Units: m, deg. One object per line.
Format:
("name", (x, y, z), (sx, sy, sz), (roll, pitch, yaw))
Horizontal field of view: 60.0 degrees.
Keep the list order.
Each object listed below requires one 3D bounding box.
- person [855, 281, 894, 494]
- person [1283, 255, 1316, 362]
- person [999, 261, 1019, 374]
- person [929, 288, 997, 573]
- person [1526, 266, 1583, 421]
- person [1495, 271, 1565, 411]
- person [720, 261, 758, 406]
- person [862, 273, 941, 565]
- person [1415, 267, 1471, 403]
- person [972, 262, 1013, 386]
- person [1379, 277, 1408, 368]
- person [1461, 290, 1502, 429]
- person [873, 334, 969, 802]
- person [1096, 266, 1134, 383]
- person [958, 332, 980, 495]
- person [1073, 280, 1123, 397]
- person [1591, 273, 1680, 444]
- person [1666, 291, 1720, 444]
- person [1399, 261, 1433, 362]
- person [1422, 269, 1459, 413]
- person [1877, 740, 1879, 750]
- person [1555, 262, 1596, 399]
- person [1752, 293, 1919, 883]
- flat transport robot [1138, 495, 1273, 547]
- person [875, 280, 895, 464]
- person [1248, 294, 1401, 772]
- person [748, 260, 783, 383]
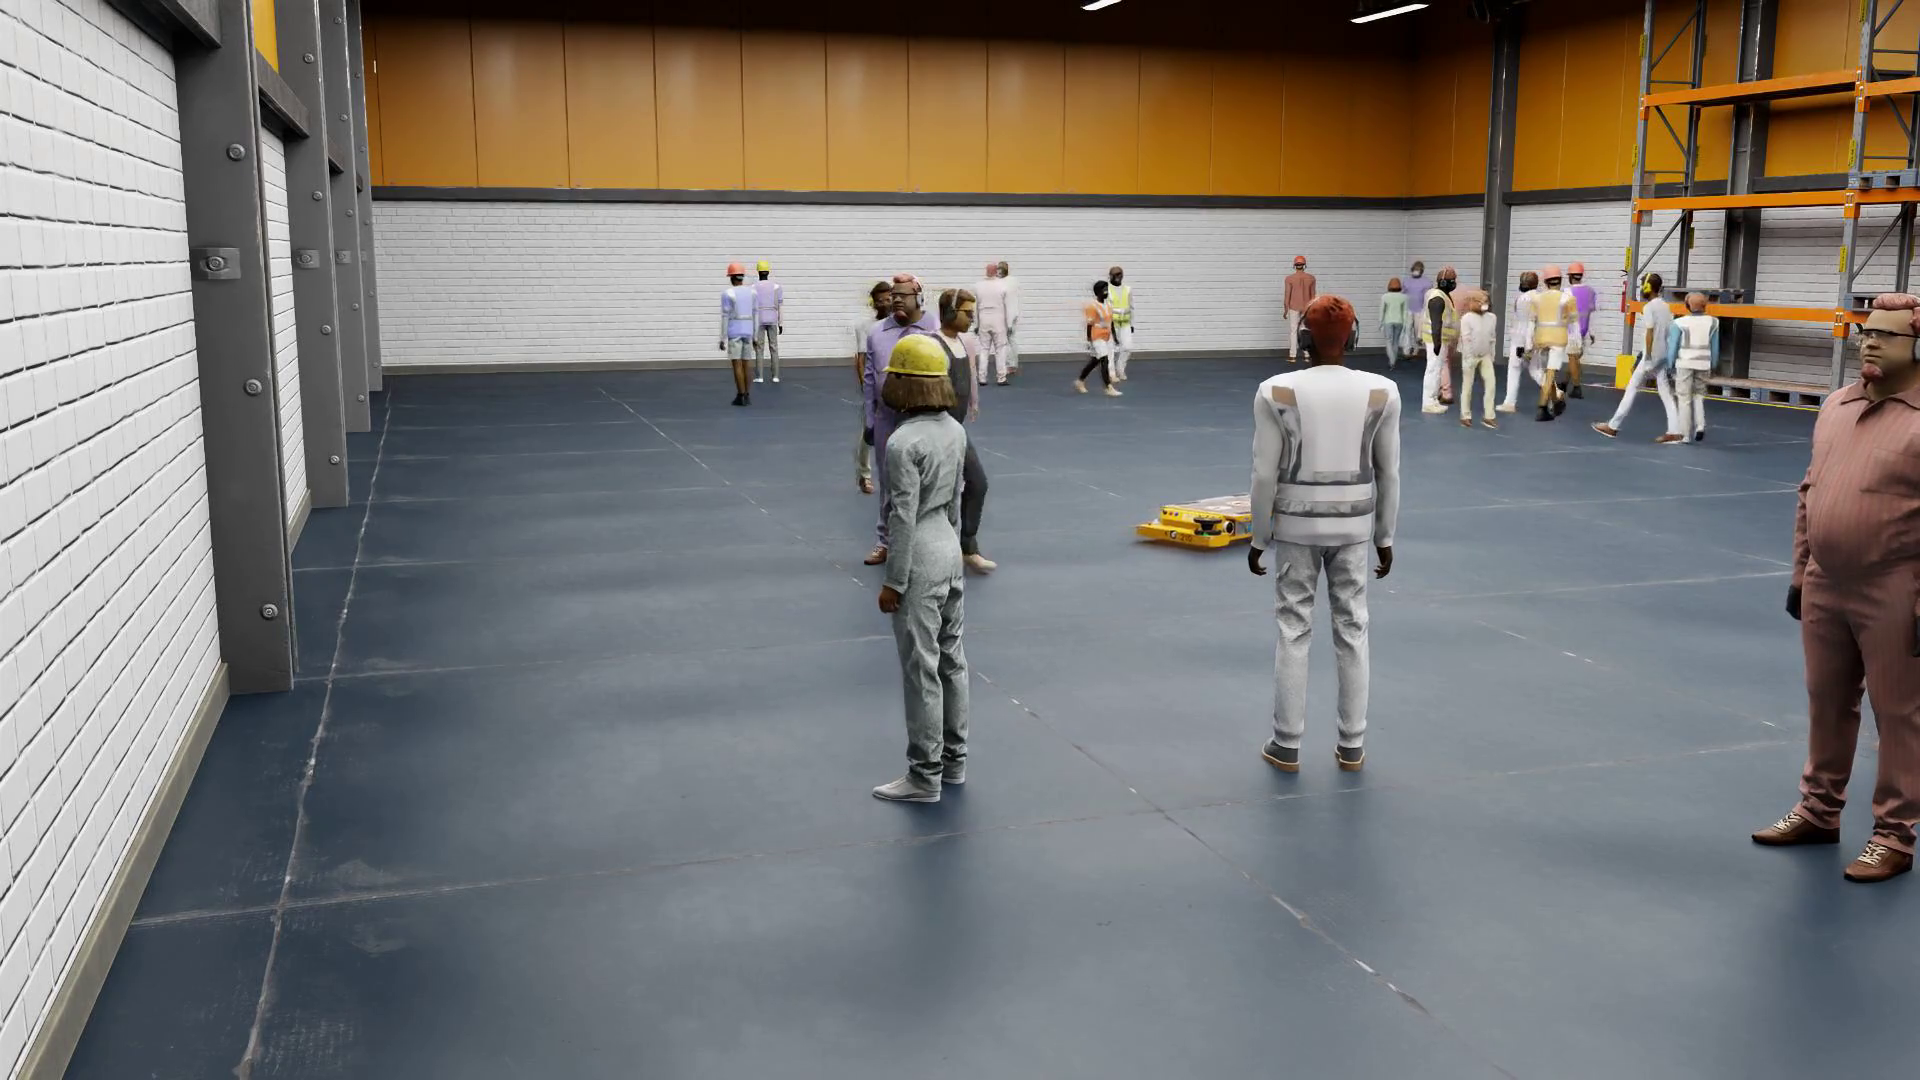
("person", (-0.646, -1.234, 13.809), (0.501, 1.815, 1.025), (-4, 11, -23))
("person", (6.371, -4.338, 31.243), (0.612, 1.990, 0.392), (-1, 10, -6))
("person", (0.804, -3.743, 28.088), (0.391, 1.906, 0.694), (3, 10, 17))
("person", (-0.008, -0.661, 10.445), (0.688, 1.816, 0.550), (4, 11, 23))
("person", (7.333, -2.417, 20.459), (0.590, 1.865, 1.013), (10, 14, 44))
("person", (7.322, -2.526, 21.273), (0.634, 1.820, 0.799), (-9, 13, -42))
("person", (-2.970, -2.763, 22.303), (0.544, 1.937, 0.402), (-8, 13, -39))
("person", (-0.347, -0.768, 10.818), (0.641, 1.910, 0.401), (4, 11, 22))
("person", (6.620, -2.806, 22.771), (0.654, 1.857, 0.998), (-1, 10, -8))
("person", (0.517, -3.317, 25.578), (0.651, 1.906, 0.403), (3, 10, 19))
("person", (7.660, -3.827, 29.381), (0.502, 1.617, 0.585), (1, 10, 5))
("person", (6.054, -2.091, 19.341), (0.512, 1.604, 0.649), (-3, 10, -15))
("person", (-0.154, 0.107, 6.223), (0.295, 1.744, 0.484), (5, 11, 26))
("person", (2.459, -3.388, 26.212), (0.660, 1.830, 0.451), (-4, 11, -22))
("person", (-0.121, -1.148, 13.616), (0.533, 1.688, 0.942), (7, 12, 37))
("person", (1.953, -2.894, 23.845), (0.853, 1.661, 0.541), (6, 12, 33))
("person", (7.417, -1.965, 18.015), (0.514, 1.808, 1.000), (-7, 12, -37))
("person", (7.823, -1.838, 17.795), (0.536, 1.625, 0.370), (0, 10, 0))
("person", (8.529, -4.279, 31.236), (0.643, 1.889, 0.961), (4, 11, 23))
("person", (6.173, -2.549, 21.378), (0.433, 1.833, 0.637), (5, 11, 27))
("person", (4.001, -0.087, 6.705), (0.613, 1.962, 0.367), (-8, 13, -39))
("person", (8.632, -2.970, 23.583), (0.574, 1.896, 0.930), (-2, 10, -11))
("person", (2.988, 0.152, 5.478), (0.409, 1.913, 0.642), (-4, 10, -20))
("flat transport robot", (2.005, -0.162, 12.040), (1.431, 0.197, 0.652), (-9, 13, -42))
("person", (-0.595, -1.664, 16.342), (0.606, 1.794, 0.896), (7, 12, 36))
("person", (1.424, -0.019, 6.542), (0.584, 1.883, 0.345), (0, 10, 0))
("person", (-3.065, -3.426, 26.138), (0.587, 1.930, 0.361), (-3, 10, -18))
